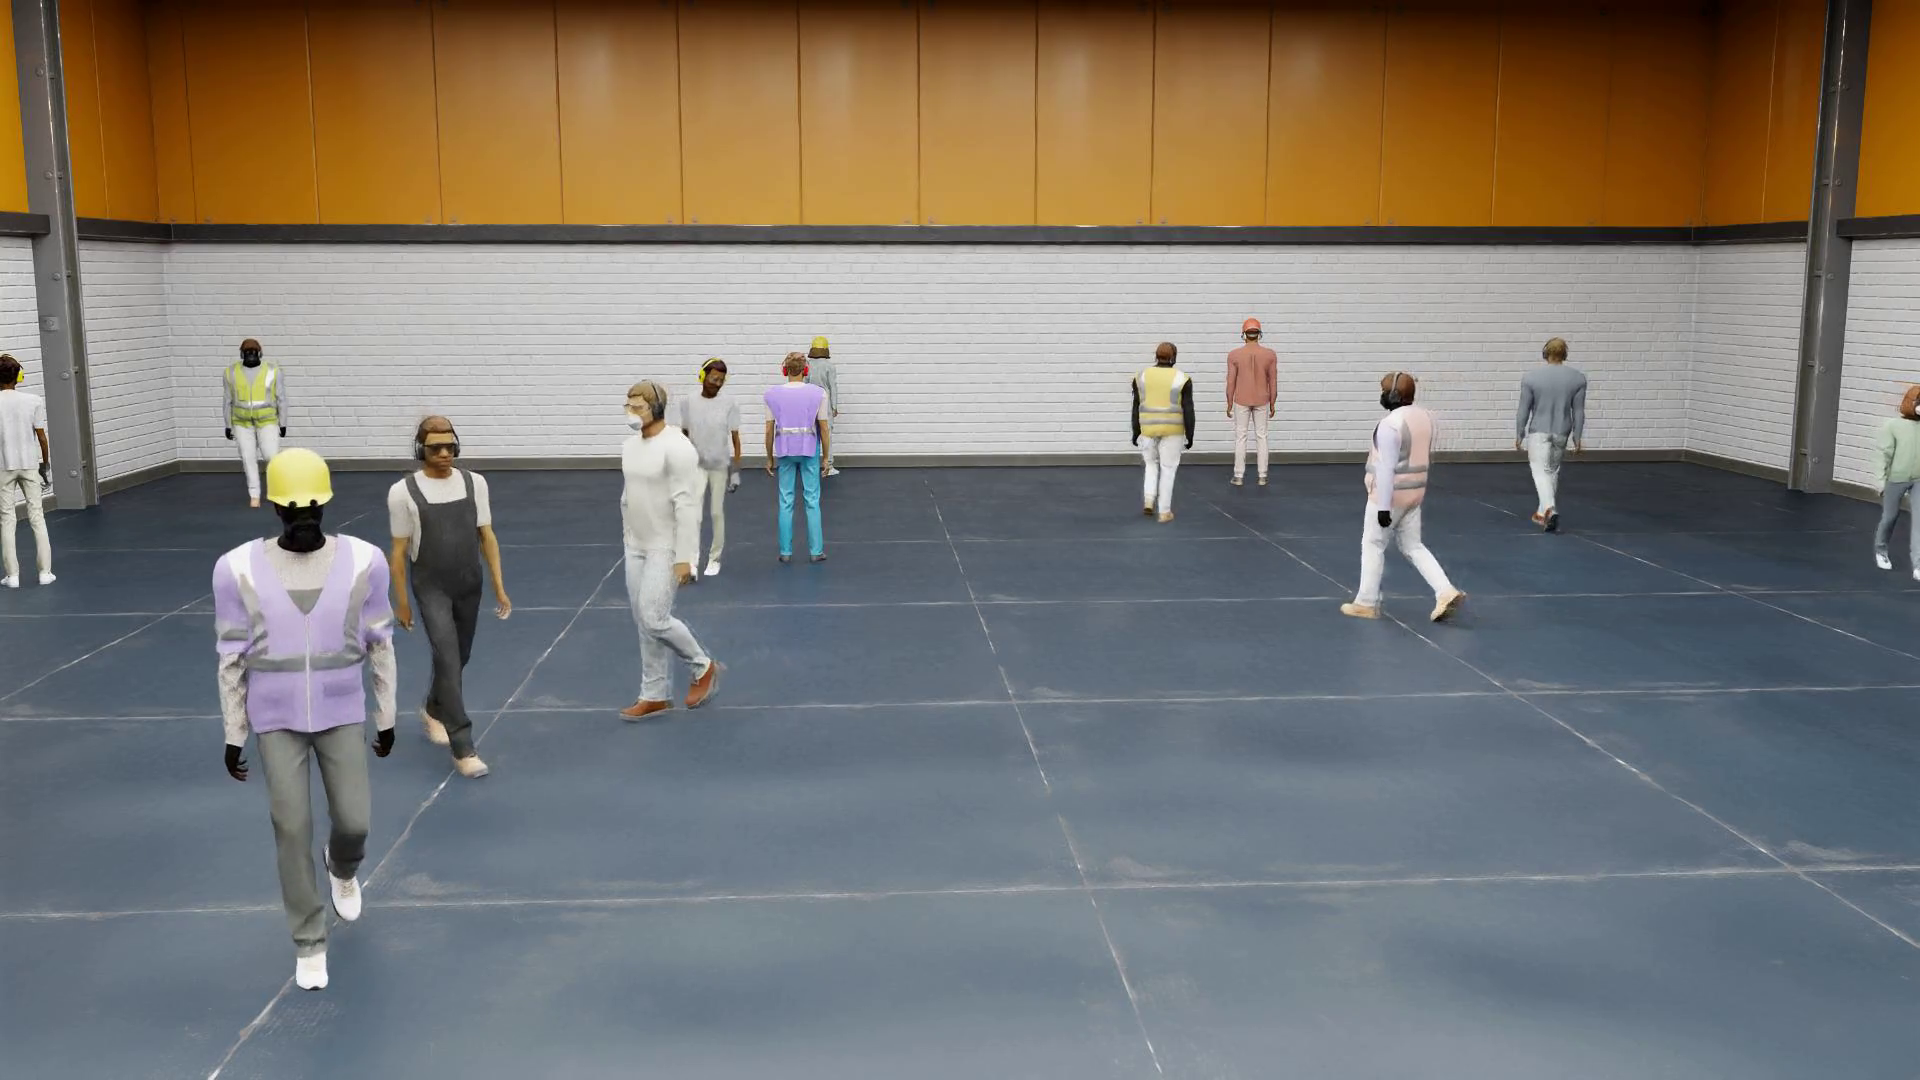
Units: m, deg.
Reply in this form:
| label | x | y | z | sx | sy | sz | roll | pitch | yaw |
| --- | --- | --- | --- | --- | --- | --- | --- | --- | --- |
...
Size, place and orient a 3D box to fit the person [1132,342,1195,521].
| label | x | y | z | sx | sy | sz | roll | pitch | yaw |
| --- | --- | --- | --- | --- | --- | --- | --- | --- | --- |
| person | 2.076 | -1.098 | 16.924 | 0.650 | 1.827 | 0.463 | 4 | 10 | 24 |

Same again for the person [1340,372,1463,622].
| label | x | y | z | sx | sy | sz | roll | pitch | yaw |
| --- | --- | --- | --- | --- | --- | --- | --- | --- | --- |
| person | 3.186 | -0.301 | 11.942 | 0.628 | 1.817 | 0.838 | -8 | 12 | -43 |

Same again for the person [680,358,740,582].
| label | x | y | z | sx | sy | sz | roll | pitch | yaw |
| --- | --- | --- | --- | --- | --- | --- | --- | --- | --- |
| person | -2.078 | -0.557 | 13.554 | 0.561 | 1.816 | 0.931 | 0 | 9 | 0 |

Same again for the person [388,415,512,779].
| label | x | y | z | sx | sy | sz | roll | pitch | yaw |
| --- | --- | --- | --- | --- | --- | --- | --- | --- | --- |
| person | -2.655 | 0.250 | 8.550 | 0.527 | 1.816 | 0.934 | -8 | 12 | -40 |

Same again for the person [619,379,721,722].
| label | x | y | z | sx | sy | sz | roll | pitch | yaw |
| --- | --- | --- | --- | --- | --- | --- | --- | --- | --- |
| person | -1.685 | 0.061 | 9.322 | 0.481 | 1.929 | 0.647 | -8 | 12 | -42 |

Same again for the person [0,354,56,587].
| label | x | y | z | sx | sy | sz | roll | pitch | yaw |
| --- | --- | --- | --- | --- | --- | --- | --- | --- | --- |
| person | -7.588 | -0.549 | 13.365 | 0.512 | 1.865 | 0.329 | -6 | 11 | -33 |

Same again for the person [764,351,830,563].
| label | x | y | z | sx | sy | sz | roll | pitch | yaw |
| --- | --- | --- | --- | --- | --- | --- | --- | --- | --- |
| person | -1.411 | -0.709 | 14.427 | 0.563 | 1.843 | 0.390 | 0 | 9 | 0 |

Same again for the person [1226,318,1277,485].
| label | x | y | z | sx | sy | sz | roll | pitch | yaw |
| --- | --- | --- | --- | --- | --- | --- | --- | --- | --- |
| person | 3.472 | -1.644 | 19.832 | 0.609 | 1.993 | 0.382 | 0 | 9 | 1 |

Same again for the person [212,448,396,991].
| label | x | y | z | sx | sy | sz | roll | pitch | yaw |
| --- | --- | --- | --- | --- | --- | --- | --- | --- | --- |
| person | -2.337 | 0.606 | 5.979 | 0.598 | 1.912 | 0.587 | -4 | 10 | -24 |

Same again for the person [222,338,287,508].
| label | x | y | z | sx | sy | sz | roll | pitch | yaw |
| --- | --- | --- | --- | --- | --- | --- | --- | --- | --- |
| person | -7.597 | -1.259 | 17.927 | 0.638 | 1.828 | 0.444 | -2 | 9 | -15 |

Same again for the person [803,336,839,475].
| label | x | y | z | sx | sy | sz | roll | pitch | yaw |
| --- | --- | --- | --- | --- | --- | --- | --- | --- | --- |
| person | -1.756 | -1.684 | 20.866 | 0.492 | 1.742 | 0.323 | 3 | 10 | 19 |

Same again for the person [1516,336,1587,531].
| label | x | y | z | sx | sy | sz | roll | pitch | yaw |
| --- | --- | --- | --- | --- | --- | --- | --- | --- | --- |
| person | 5.822 | -1.048 | 16.373 | 0.637 | 1.907 | 0.931 | 1 | 9 | 4 |

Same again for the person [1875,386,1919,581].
| label | x | y | z | sx | sy | sz | roll | pitch | yaw |
| --- | --- | --- | --- | --- | --- | --- | --- | --- | --- |
| person | 7.901 | -0.495 | 13.869 | 0.511 | 1.593 | 0.865 | 2 | 9 | 11 |
